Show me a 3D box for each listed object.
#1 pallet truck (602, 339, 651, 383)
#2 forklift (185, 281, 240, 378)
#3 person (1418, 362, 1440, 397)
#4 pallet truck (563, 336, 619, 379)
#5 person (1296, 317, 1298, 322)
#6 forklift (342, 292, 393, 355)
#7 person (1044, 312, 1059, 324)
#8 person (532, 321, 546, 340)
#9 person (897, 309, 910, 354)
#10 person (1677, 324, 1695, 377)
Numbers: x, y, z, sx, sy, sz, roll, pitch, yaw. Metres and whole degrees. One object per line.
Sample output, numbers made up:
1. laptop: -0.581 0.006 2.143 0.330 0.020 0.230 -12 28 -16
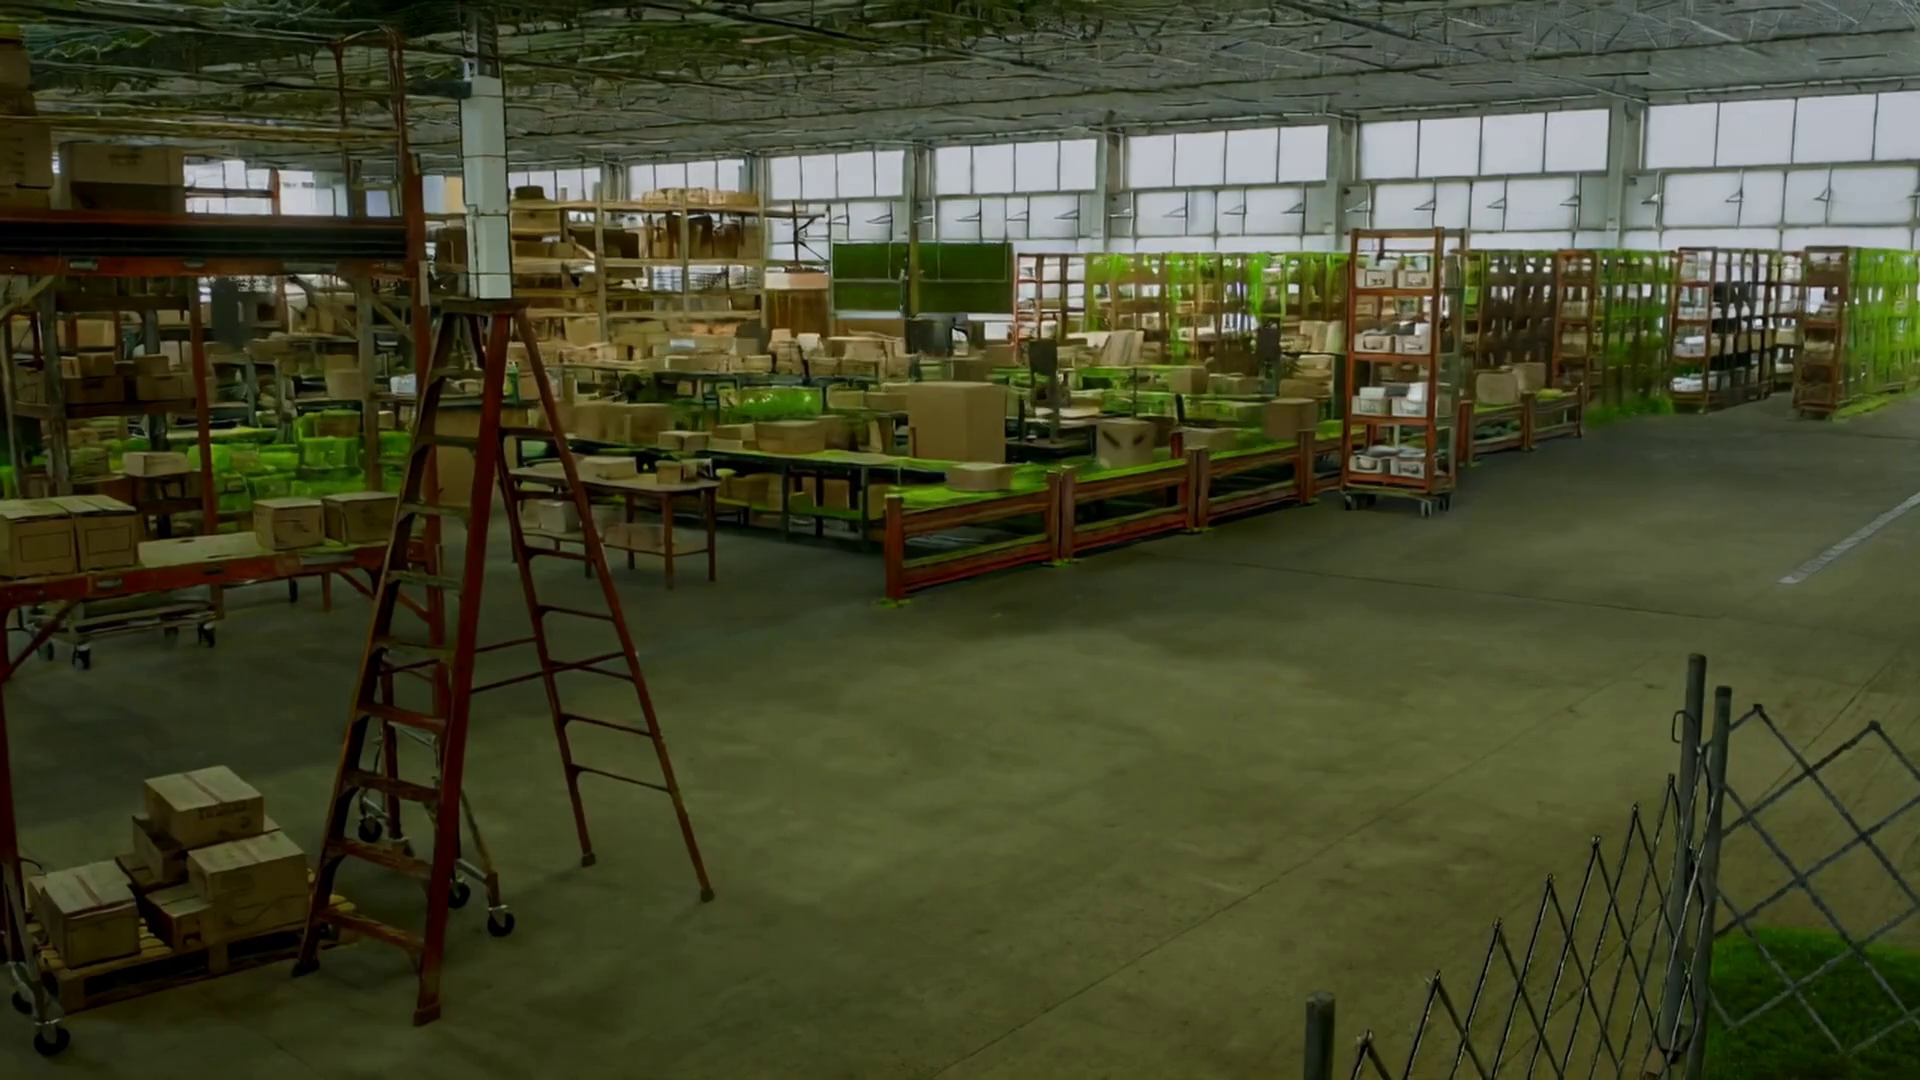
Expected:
1. pallet truck: -8.991 -4.871 45.351 0.653 1.274 1.630 7 11 37
2. forklift: -20.016 -5.647 45.274 1.129 2.768 1.873 7 11 37
3. person: 9.953 -3.488 35.119 0.687 1.813 0.605 8 12 42
4. pallet truck: -10.690 -5.294 48.215 1.601 1.201 0.680 -5 10 -26
5. person: 10.339 -6.054 50.656 0.434 1.977 0.611 7 11 37
6. forklift: -16.485 -5.622 45.120 1.129 2.768 1.873 7 11 37
7. person: 2.925 -6.268 52.286 0.560 1.909 0.673 -8 12 -40
8. person: -12.498 -5.664 49.256 0.503 1.632 0.271 3 10 20
9. person: -2.101 -7.832 62.582 0.480 1.711 0.604 -7 11 -37
10. person: 18.137 -4.533 41.539 0.572 1.843 0.373 -7 11 -36
